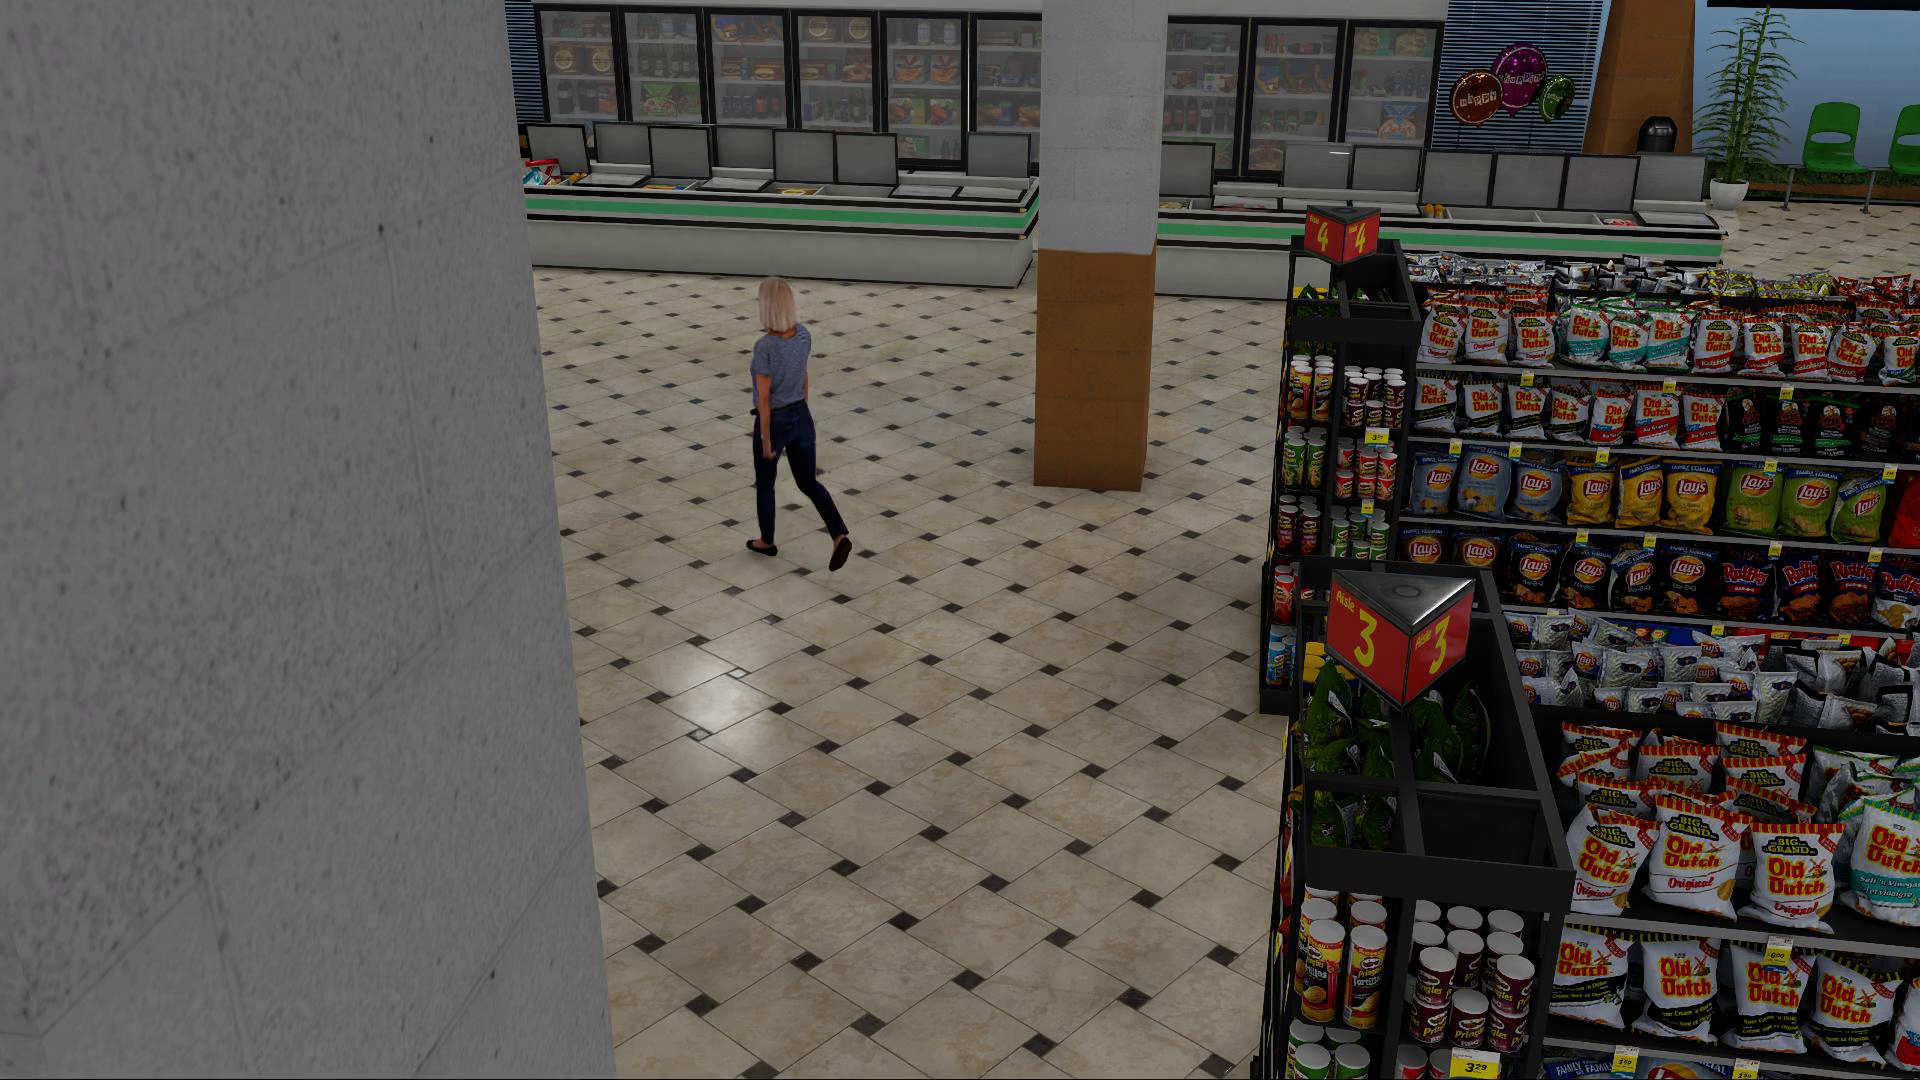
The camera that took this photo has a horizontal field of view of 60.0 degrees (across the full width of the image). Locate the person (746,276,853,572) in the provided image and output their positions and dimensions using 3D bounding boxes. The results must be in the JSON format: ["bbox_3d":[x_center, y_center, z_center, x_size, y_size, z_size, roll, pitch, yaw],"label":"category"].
[{"bbox_3d":[-0.919,-0.614,9.301,0.985,1.696,1.132,-22,32,-40],"label":"person"}]
